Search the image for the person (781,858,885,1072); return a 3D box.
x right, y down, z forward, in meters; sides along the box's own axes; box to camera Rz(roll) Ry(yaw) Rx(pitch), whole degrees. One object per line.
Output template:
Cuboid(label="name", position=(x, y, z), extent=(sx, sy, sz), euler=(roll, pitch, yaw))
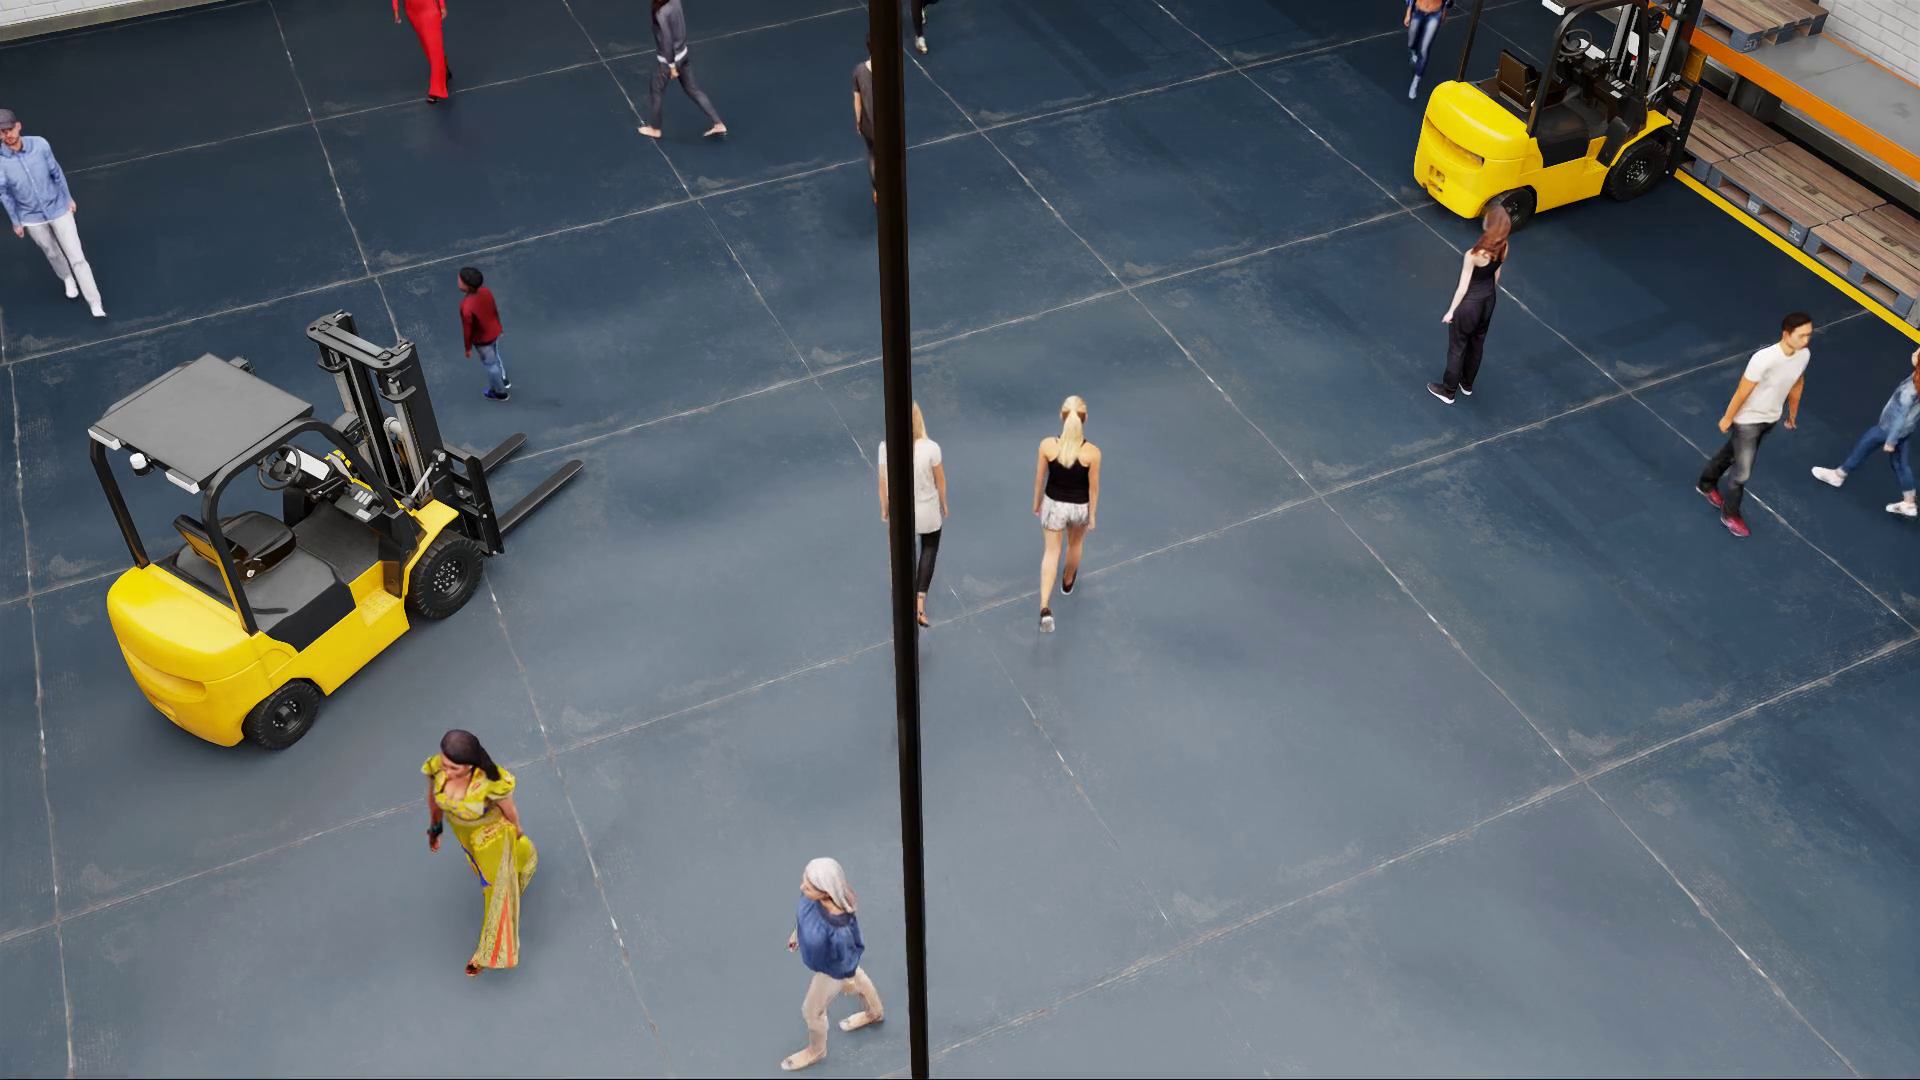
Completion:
Cuboid(label="person", position=(-0.572, 2.179, 8.811), extent=(0.748, 1.673, 0.832), euler=(-10, 45, -11))

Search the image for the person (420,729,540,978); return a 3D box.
Cuboid(label="person", position=(-2.677, 1.576, 9.485), extent=(1.266, 1.617, 1.305), euler=(16, 46, 16))

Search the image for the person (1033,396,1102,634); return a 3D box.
Cuboid(label="person", position=(0.710, -0.162, 11.154), extent=(1.012, 1.820, 1.144), euler=(10, 44, 10))

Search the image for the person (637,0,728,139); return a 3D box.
Cuboid(label="person", position=(-2.653, -4.602, 15.880), extent=(1.152, 1.729, 1.118), euler=(12, 45, 12))

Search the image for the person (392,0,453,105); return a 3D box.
Cuboid(label="person", position=(-5.333, -5.306, 16.615), extent=(1.003, 1.746, 1.205), euler=(4, 44, 4))

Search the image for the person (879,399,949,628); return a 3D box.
Cuboid(label="person", position=(-0.309, -0.149, 11.148), extent=(0.898, 1.808, 1.042), euler=(4, 44, 4))

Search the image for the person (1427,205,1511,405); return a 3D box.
Cuboid(label="person", position=(4.017, -1.835, 12.963), extent=(0.588, 1.746, 0.533), euler=(-21, 47, -21))

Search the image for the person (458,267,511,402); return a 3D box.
Cuboid(label="person", position=(-3.691, -1.612, 13.090), extent=(0.649, 1.248, 0.591), euler=(15, 46, 15))

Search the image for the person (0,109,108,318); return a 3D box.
Cuboid(label="person", position=(-7.655, -2.765, 13.871), extent=(0.751, 1.840, 1.160), euler=(-23, 48, -22))

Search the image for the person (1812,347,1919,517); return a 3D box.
Cuboid(label="person", position=(6.875, -0.781, 12.071), extent=(0.749, 1.450, 1.076), euler=(-29, 51, -27))

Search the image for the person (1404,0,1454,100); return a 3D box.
Cuboid(label="person", position=(4.682, -5.290, 16.700), extent=(0.994, 1.594, 1.040), euler=(15, 46, 15))

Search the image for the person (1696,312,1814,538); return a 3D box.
Cuboid(label="person", position=(5.683, -0.949, 12.011), extent=(0.658, 1.788, 0.834), euler=(-18, 46, -18))
